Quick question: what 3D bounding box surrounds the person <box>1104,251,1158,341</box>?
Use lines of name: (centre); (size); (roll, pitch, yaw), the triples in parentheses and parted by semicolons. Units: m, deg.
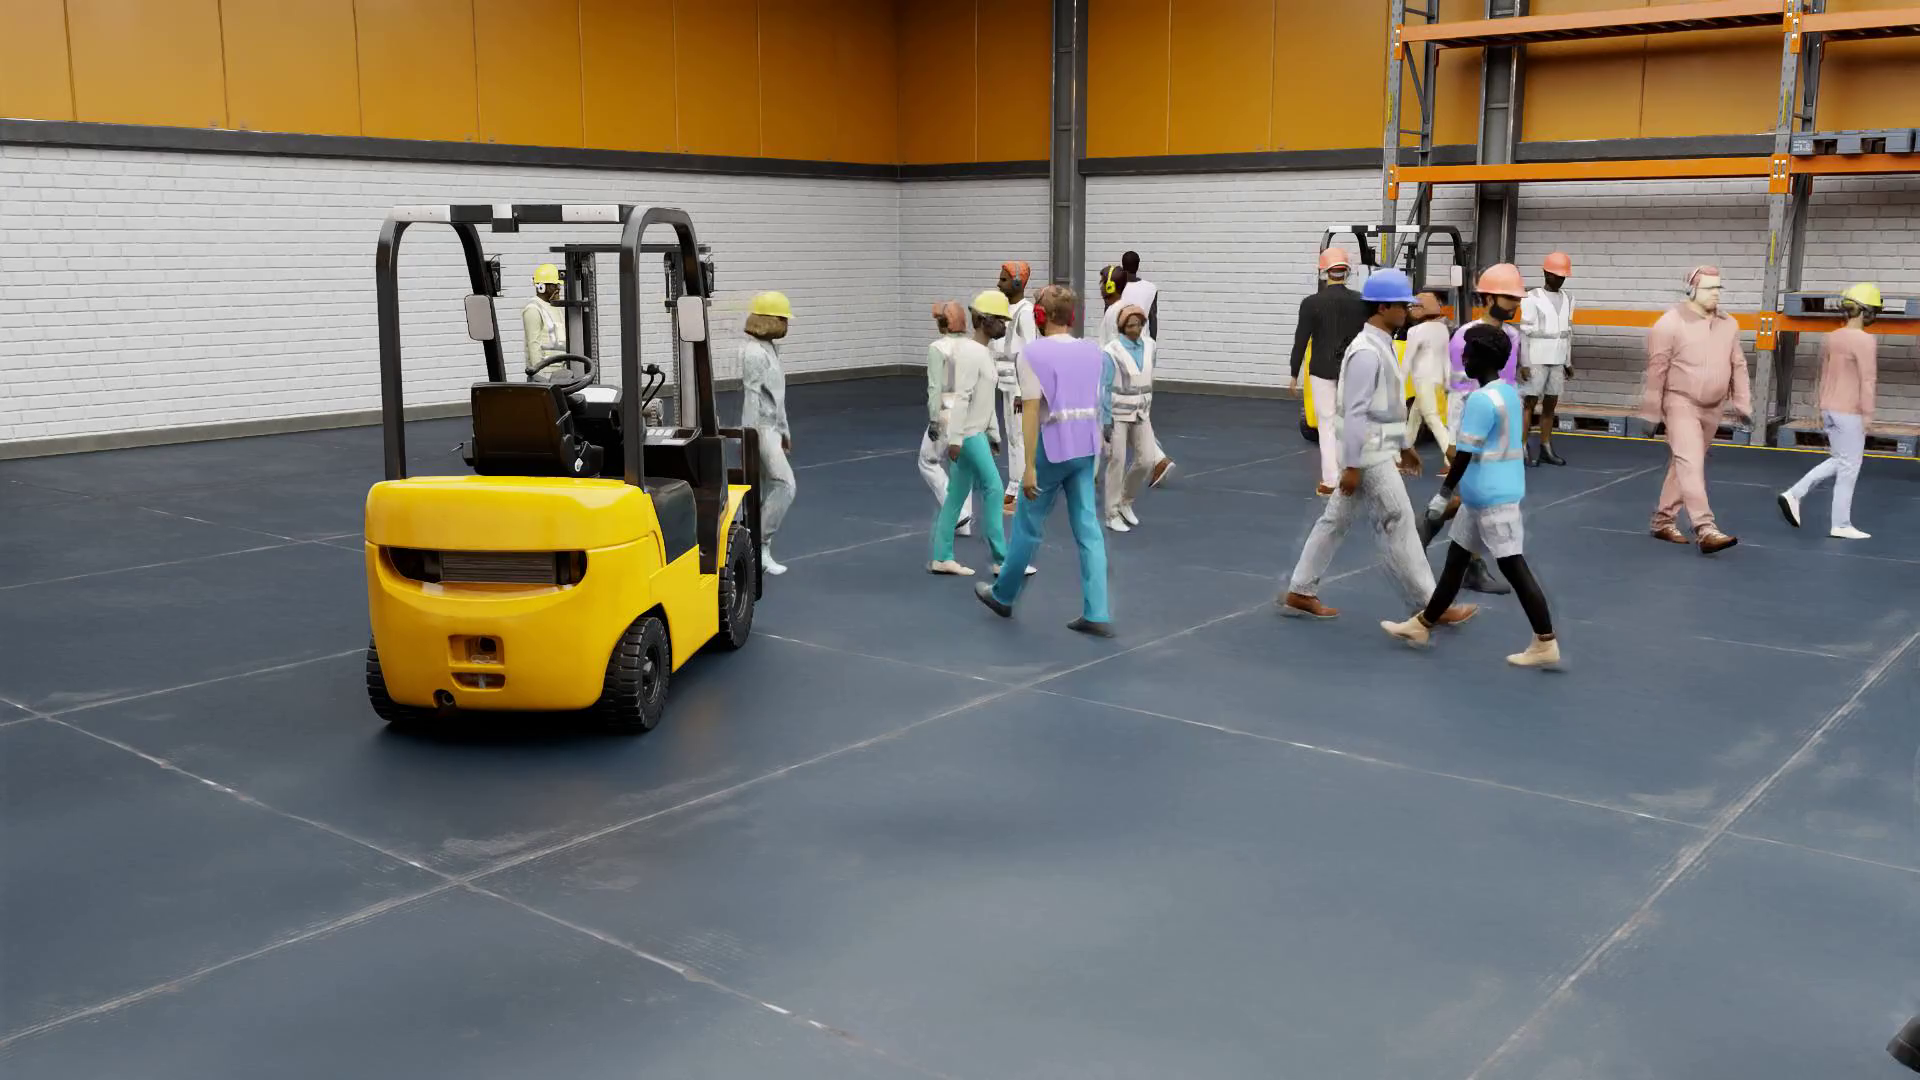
person: (1.795, -2.083, 17.576); (0.596, 1.918, 0.380); (-2, 10, -12)

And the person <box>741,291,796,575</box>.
person: (-1.157, -0.638, 10.090); (0.430, 1.721, 0.505); (1, 10, 6)

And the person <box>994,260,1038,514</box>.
person: (0.415, -1.135, 12.428); (0.355, 1.883, 0.573); (-2, 10, -10)

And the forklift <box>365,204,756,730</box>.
forklift: (-1.766, -0.406, 7.525); (1.214, 2.155, 2.313); (1, 10, 7)

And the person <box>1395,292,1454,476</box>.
person: (4.050, -1.358, 14.476); (0.507, 1.583, 0.883); (-9, 14, -41)

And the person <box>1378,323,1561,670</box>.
person: (2.505, -0.213, 7.979); (0.909, 1.636, 0.534); (5, 12, 28)

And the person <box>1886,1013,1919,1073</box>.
person: (2.643, 0.442, 3.675); (0.967, 1.900, 0.556); (3, 11, 18)

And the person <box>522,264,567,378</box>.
person: (-3.702, -1.563, 14.969); (0.403, 1.825, 0.591); (1, 10, 6)

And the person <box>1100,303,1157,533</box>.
person: (1.155, -0.838, 11.527); (0.546, 1.605, 0.476); (-7, 13, -35)

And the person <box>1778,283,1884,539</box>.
person: (5.994, -0.871, 11.347); (0.507, 1.755, 0.537); (0, 10, 1)

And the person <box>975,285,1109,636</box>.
person: (0.456, -0.427, 8.739); (0.591, 1.790, 0.954); (-8, 13, -36)

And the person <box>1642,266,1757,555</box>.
person: (4.877, -0.841, 10.865); (0.646, 1.863, 0.965); (-4, 11, -20)

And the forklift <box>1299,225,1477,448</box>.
forklift: (4.449, -2.115, 16.993); (1.214, 2.155, 2.313); (8, 13, 38)

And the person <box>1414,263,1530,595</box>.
person: (2.974, -0.668, 9.792); (0.547, 1.913, 0.750); (-7, 13, -35)

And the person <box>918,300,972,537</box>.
person: (-0.066, -0.817, 11.367); (0.365, 1.625, 0.538); (8, 13, 36)

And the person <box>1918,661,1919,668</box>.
person: (4.785, -0.319, 7.749); (0.371, 1.941, 0.627); (9, 14, 42)

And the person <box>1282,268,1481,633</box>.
person: (2.191, -0.466, 8.717); (1.047, 1.892, 0.608); (3, 11, 16)

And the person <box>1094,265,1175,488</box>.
person: (1.327, -1.332, 13.654); (0.887, 1.840, 0.527); (5, 11, 25)

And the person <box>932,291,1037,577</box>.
person: (0.172, -0.622, 9.995); (0.767, 1.724, 0.550); (1, 10, 7)

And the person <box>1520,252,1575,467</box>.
person: (5.305, -1.622, 15.001); (0.543, 1.928, 0.370); (-4, 11, -19)

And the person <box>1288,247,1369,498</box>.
person: (2.920, -1.331, 13.244); (0.652, 1.972, 0.639); (-3, 11, -15)
